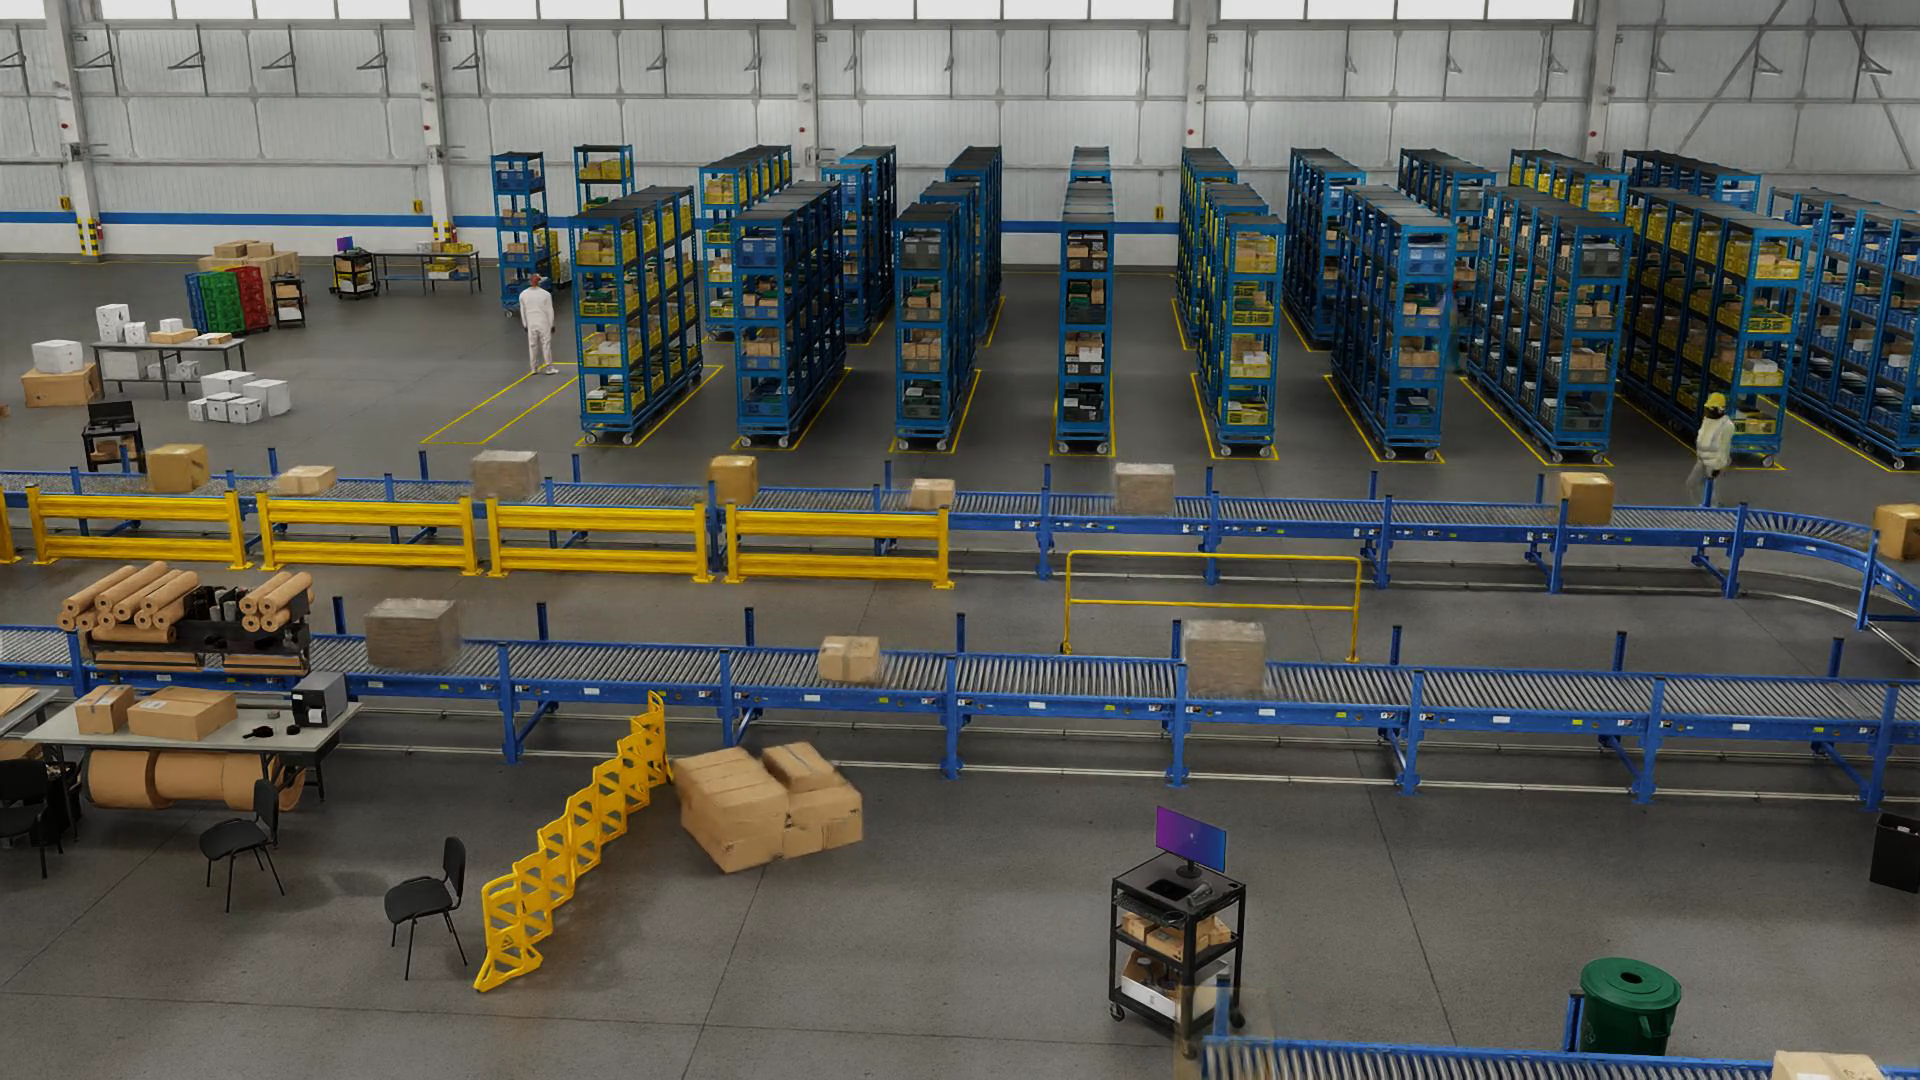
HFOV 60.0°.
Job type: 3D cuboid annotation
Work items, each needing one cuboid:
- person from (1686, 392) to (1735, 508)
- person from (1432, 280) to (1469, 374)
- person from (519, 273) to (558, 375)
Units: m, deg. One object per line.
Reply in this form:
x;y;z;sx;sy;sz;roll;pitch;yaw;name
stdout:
9.893;-1.052;21.934;0.431;1.817;0.594;-3;18;-11;person
9.146;-4.016;31.354;0.951;1.812;0.566;4;18;13;person
-7.924;-4.061;31.327;0.639;1.909;0.409;3;18;9;person
